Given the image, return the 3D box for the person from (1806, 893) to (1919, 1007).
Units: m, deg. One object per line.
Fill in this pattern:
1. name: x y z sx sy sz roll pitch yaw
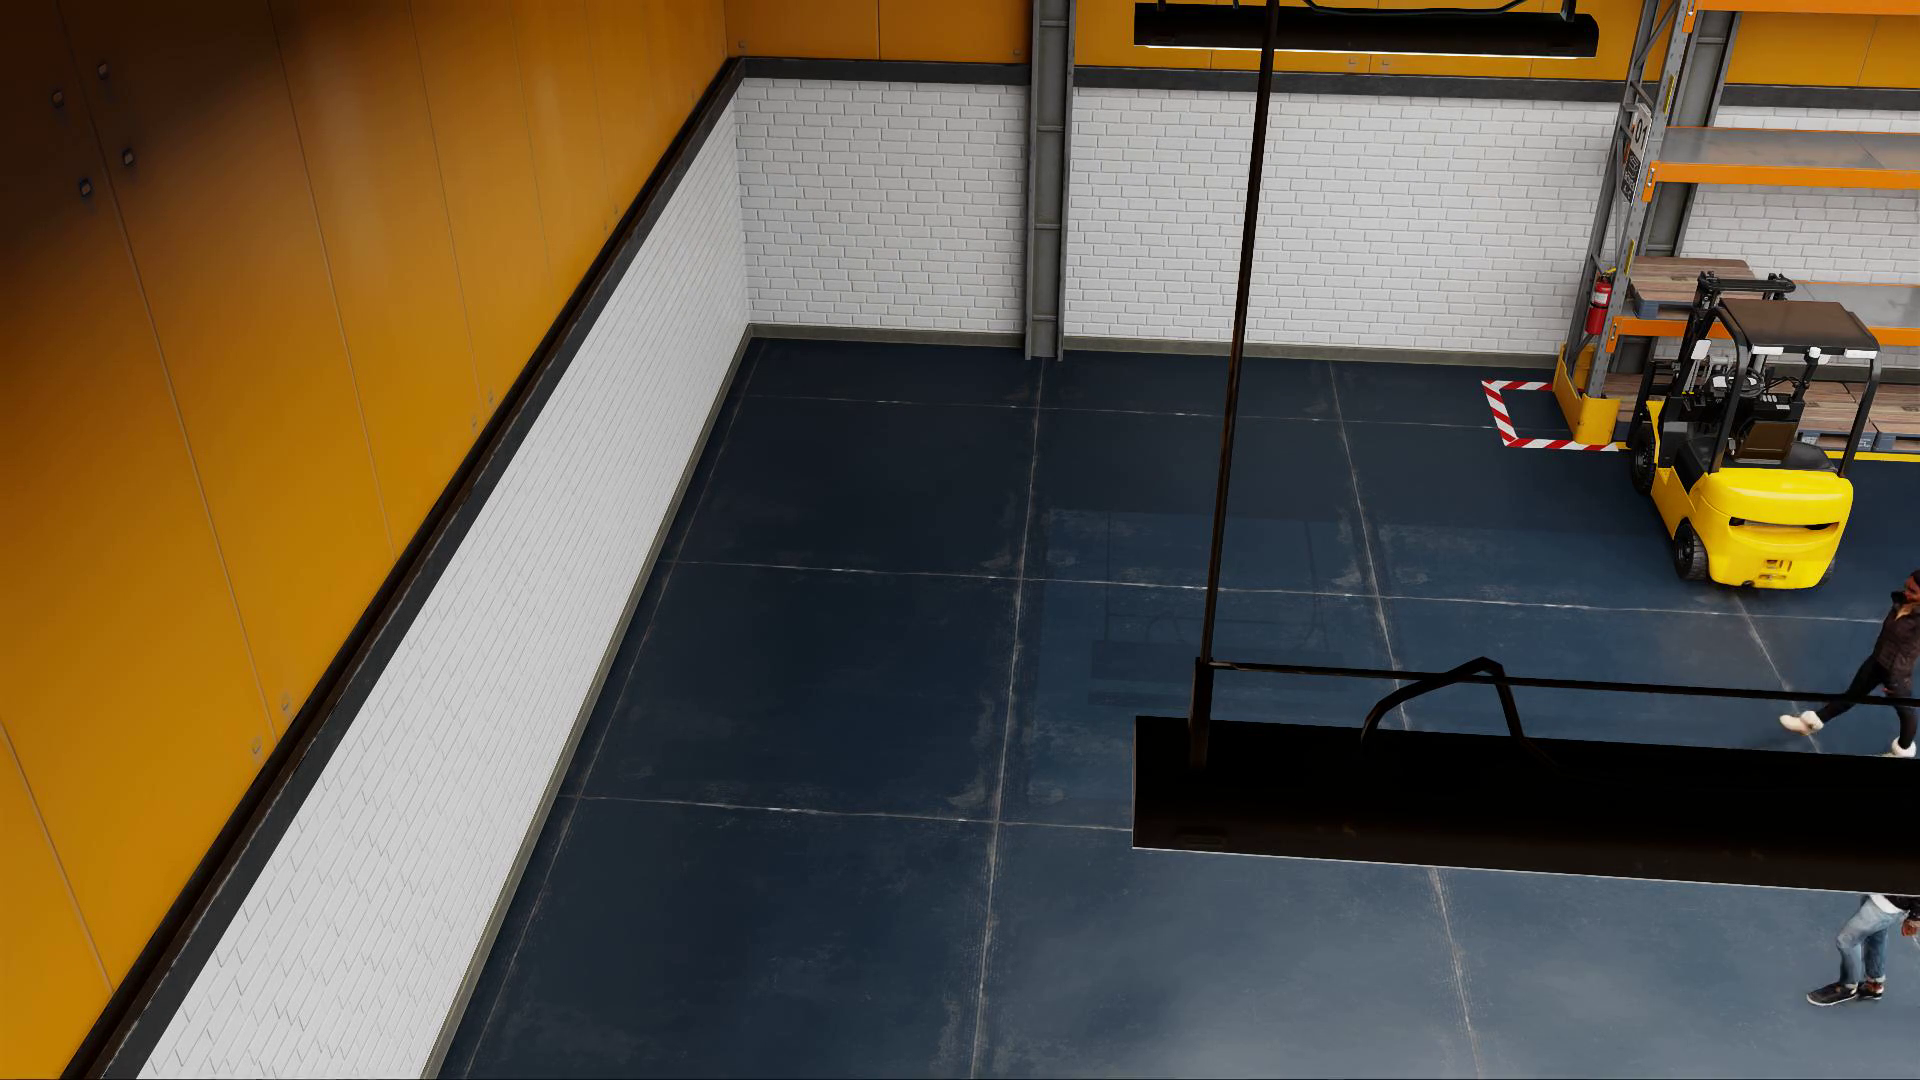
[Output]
1. person: 5.626 2.092 9.896 0.694 1.802 0.677 2 34 4

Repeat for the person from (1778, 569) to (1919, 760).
1. person: 6.463 0.934 11.797 0.574 1.626 1.113 3 34 4
